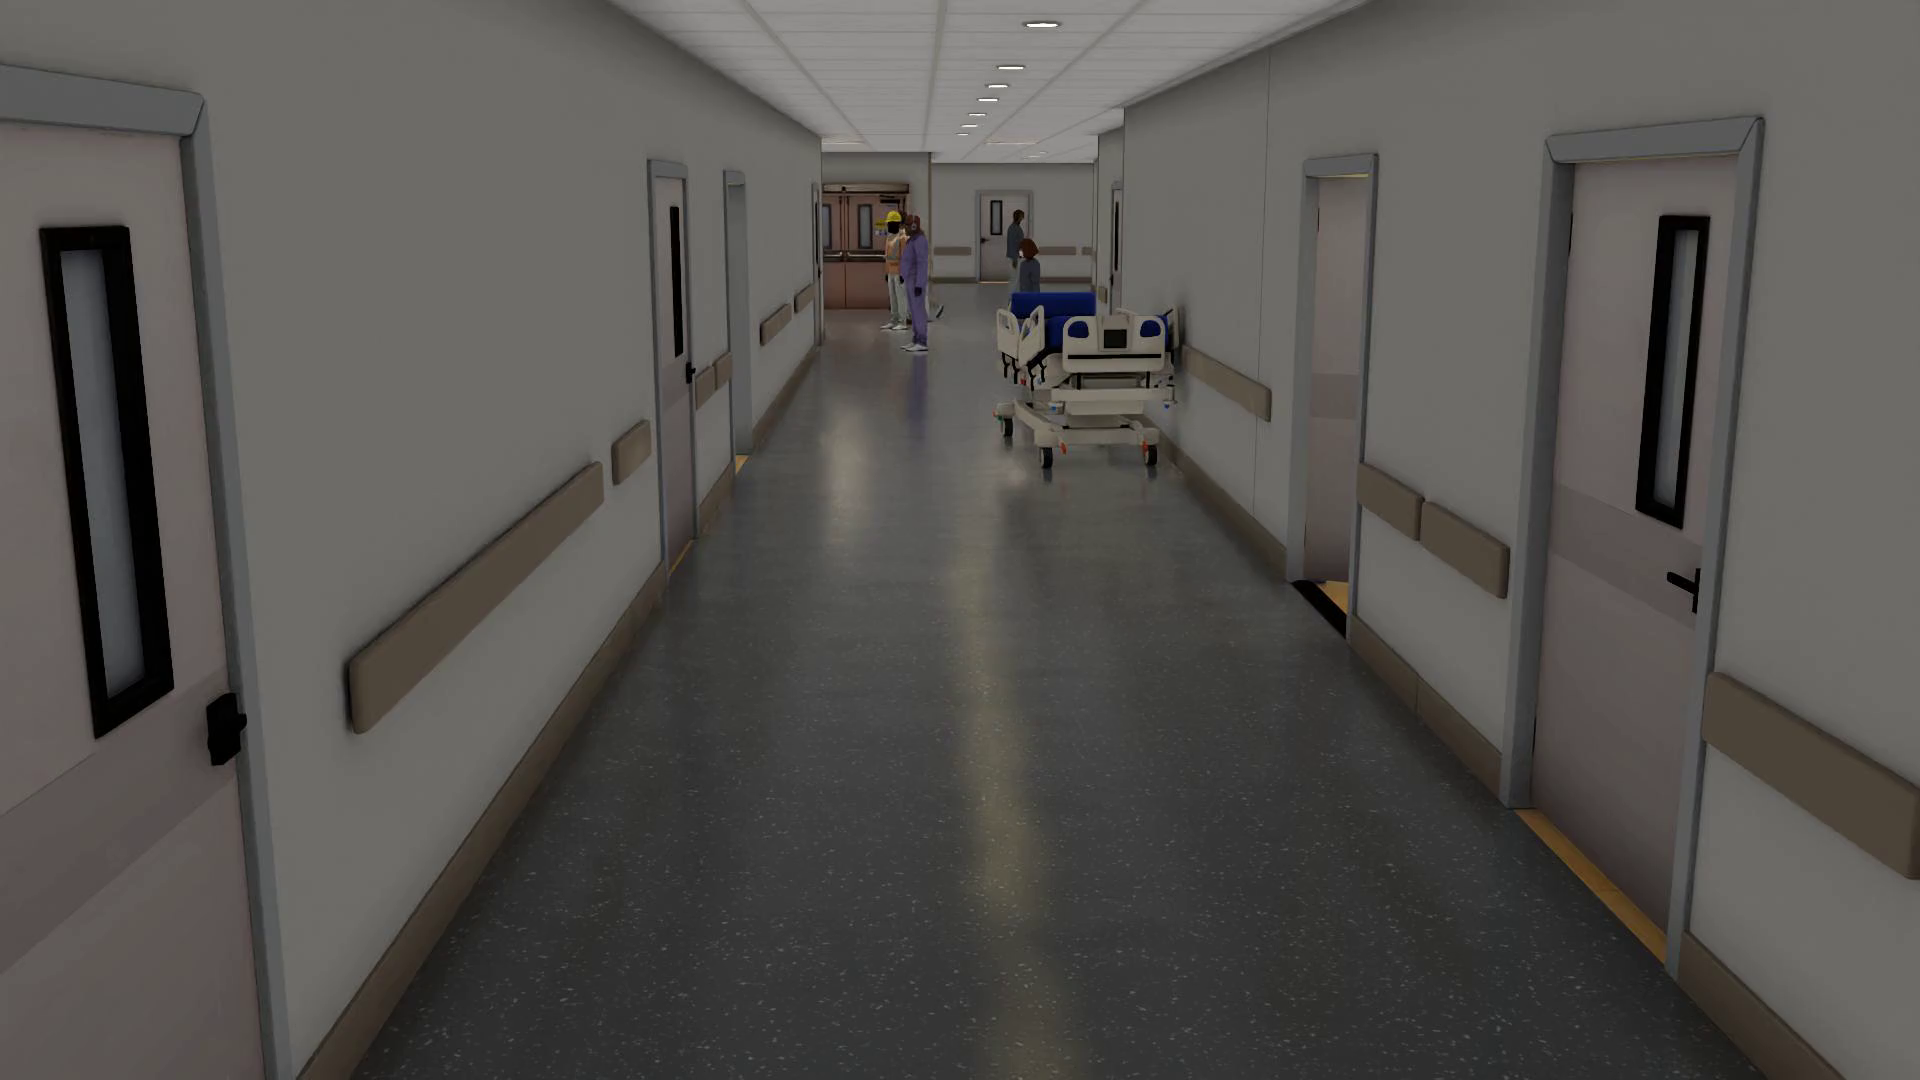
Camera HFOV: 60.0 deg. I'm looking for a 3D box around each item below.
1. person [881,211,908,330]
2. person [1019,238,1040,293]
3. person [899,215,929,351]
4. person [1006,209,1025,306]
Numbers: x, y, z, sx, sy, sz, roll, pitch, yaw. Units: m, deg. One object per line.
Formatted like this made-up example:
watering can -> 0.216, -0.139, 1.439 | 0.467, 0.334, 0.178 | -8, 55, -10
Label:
person -> -1.059, -4.399, 27.207 | 0.368, 1.928, 0.585 | -7, 14, -31
person -> 0.895, -3.080, 21.528 | 0.281, 1.624, 0.495 | -5, 12, -22
person -> -0.653, -3.616, 23.446 | 0.402, 1.906, 0.652 | -2, 12, -11
person -> 1.104, -5.520, 32.684 | 0.387, 1.928, 0.636 | 2, 12, 11
